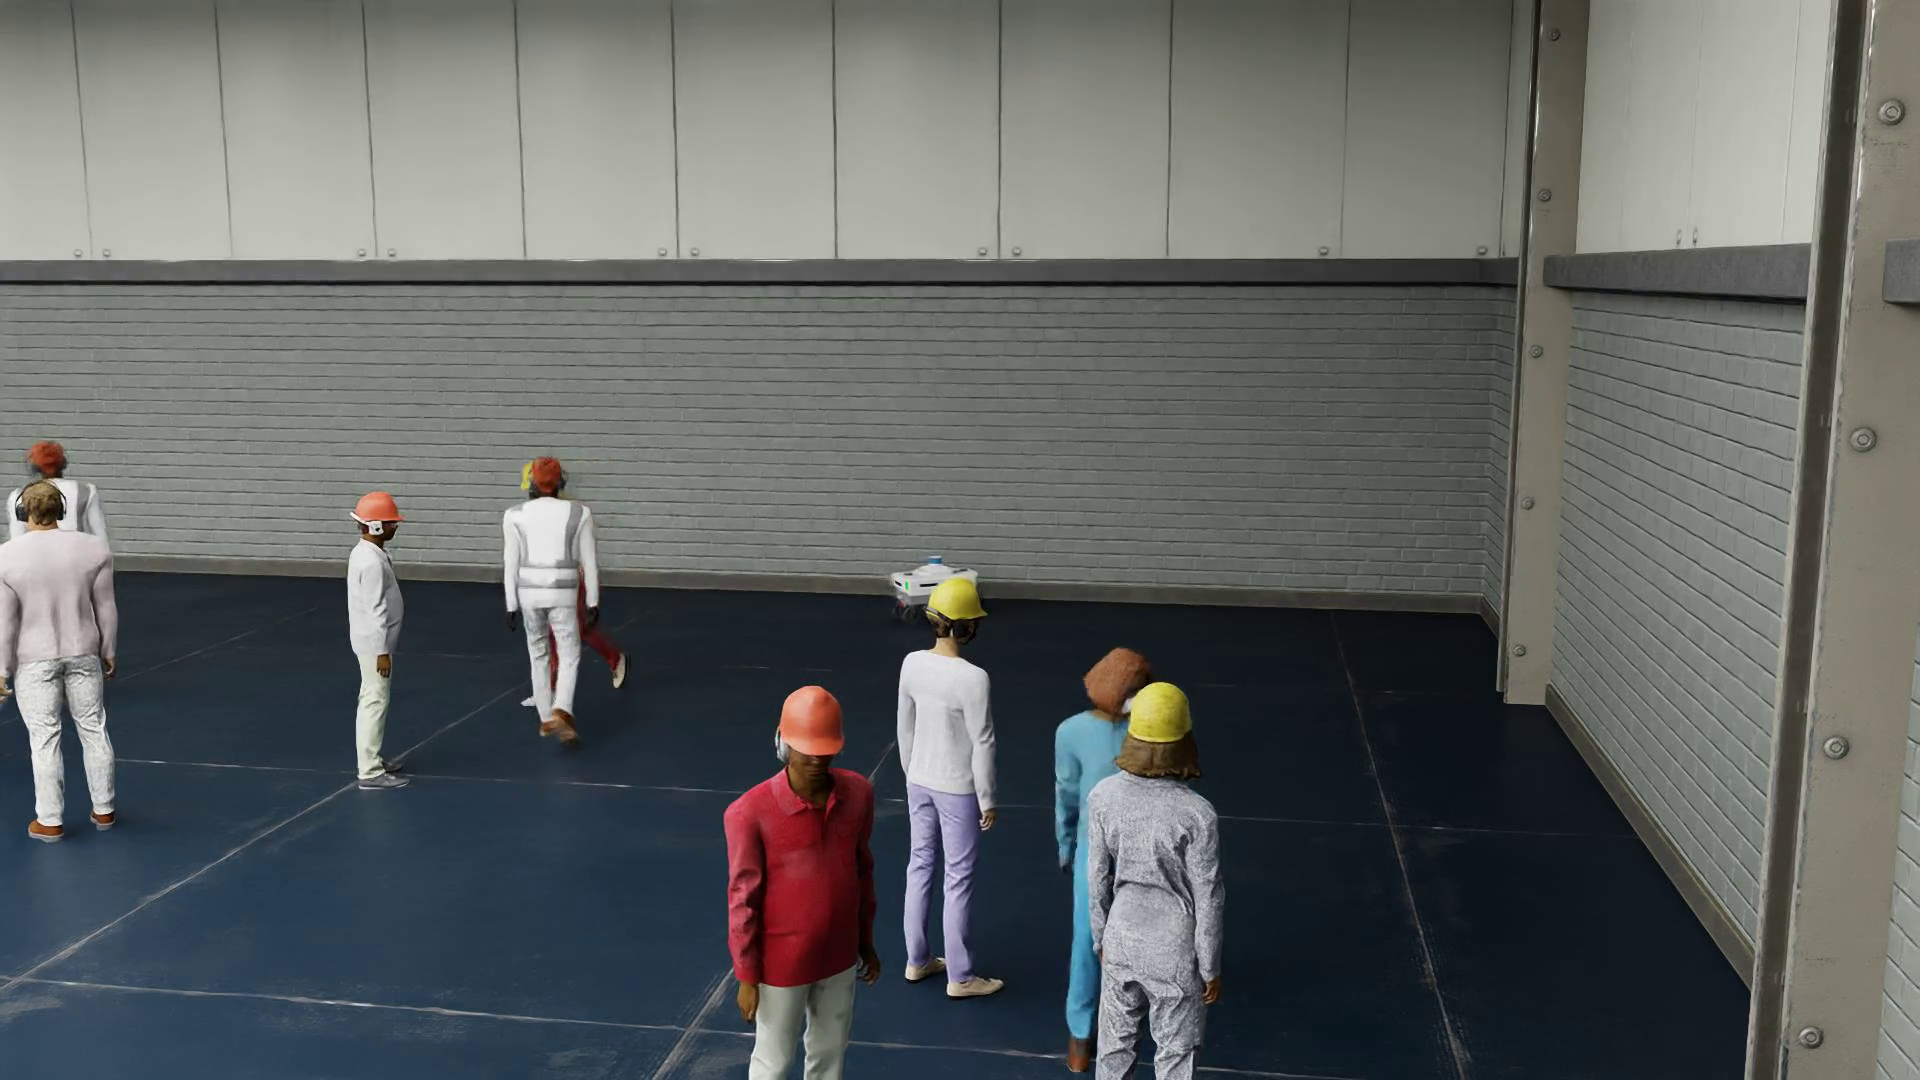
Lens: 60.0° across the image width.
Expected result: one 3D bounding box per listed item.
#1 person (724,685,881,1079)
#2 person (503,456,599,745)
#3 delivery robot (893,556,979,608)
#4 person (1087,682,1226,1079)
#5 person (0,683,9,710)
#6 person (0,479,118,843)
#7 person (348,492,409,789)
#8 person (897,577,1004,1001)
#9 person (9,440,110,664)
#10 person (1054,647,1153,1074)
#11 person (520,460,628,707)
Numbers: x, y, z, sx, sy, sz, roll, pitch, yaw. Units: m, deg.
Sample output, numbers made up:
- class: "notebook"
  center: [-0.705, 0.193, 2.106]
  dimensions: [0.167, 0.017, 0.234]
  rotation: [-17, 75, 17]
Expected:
- class: "person"
  center: [-0.473, 1.311, 5.302]
  dimensions: [0.567, 1.748, 0.339]
  rotation: [-8, 12, -40]
- class: "person"
  center: [-2.627, 0.399, 10.650]
  dimensions: [0.591, 1.855, 0.719]
  rotation: [-1, 9, -7]
- class: "delivery robot"
  center: [-0.211, 0.381, 14.426]
  dimensions: [0.707, 0.478, 0.477]
  rotation: [-4, 10, -22]
- class: "person"
  center: [0.631, 1.309, 5.331]
  dimensions: [0.487, 1.746, 0.286]
  rotation: [7, 12, 37]
- class: "person"
  center: [-5.874, 0.647, 9.802]
  dimensions: [0.333, 1.623, 0.510]
  rotation: [3, 10, 19]
- class: "person"
  center: [-4.819, 0.639, 8.869]
  dimensions: [0.627, 1.941, 0.370]
  rotation: [-9, 13, -43]
- class: "person"
  center: [-3.409, 0.585, 9.795]
  dimensions: [0.353, 1.744, 0.565]
  rotation: [-4, 10, -23]
- class: "person"
  center: [-0.037, 1.030, 6.986]
  dimensions: [0.329, 1.767, 0.529]
  rotation: [-9, 13, -43]
- class: "person"
  center: [-6.273, 0.230, 11.626]
  dimensions: [0.604, 1.885, 0.548]
  rotation: [-5, 11, -30]
- class: "person"
  center: [0.609, 1.188, 6.547]
  dimensions: [0.489, 1.598, 0.742]
  rotation: [0, 9, 3]
- class: "person"
  center: [-2.755, 0.279, 11.726]
  dimensions: [0.567, 1.726, 0.757]
  rotation: [8, 12, 40]
